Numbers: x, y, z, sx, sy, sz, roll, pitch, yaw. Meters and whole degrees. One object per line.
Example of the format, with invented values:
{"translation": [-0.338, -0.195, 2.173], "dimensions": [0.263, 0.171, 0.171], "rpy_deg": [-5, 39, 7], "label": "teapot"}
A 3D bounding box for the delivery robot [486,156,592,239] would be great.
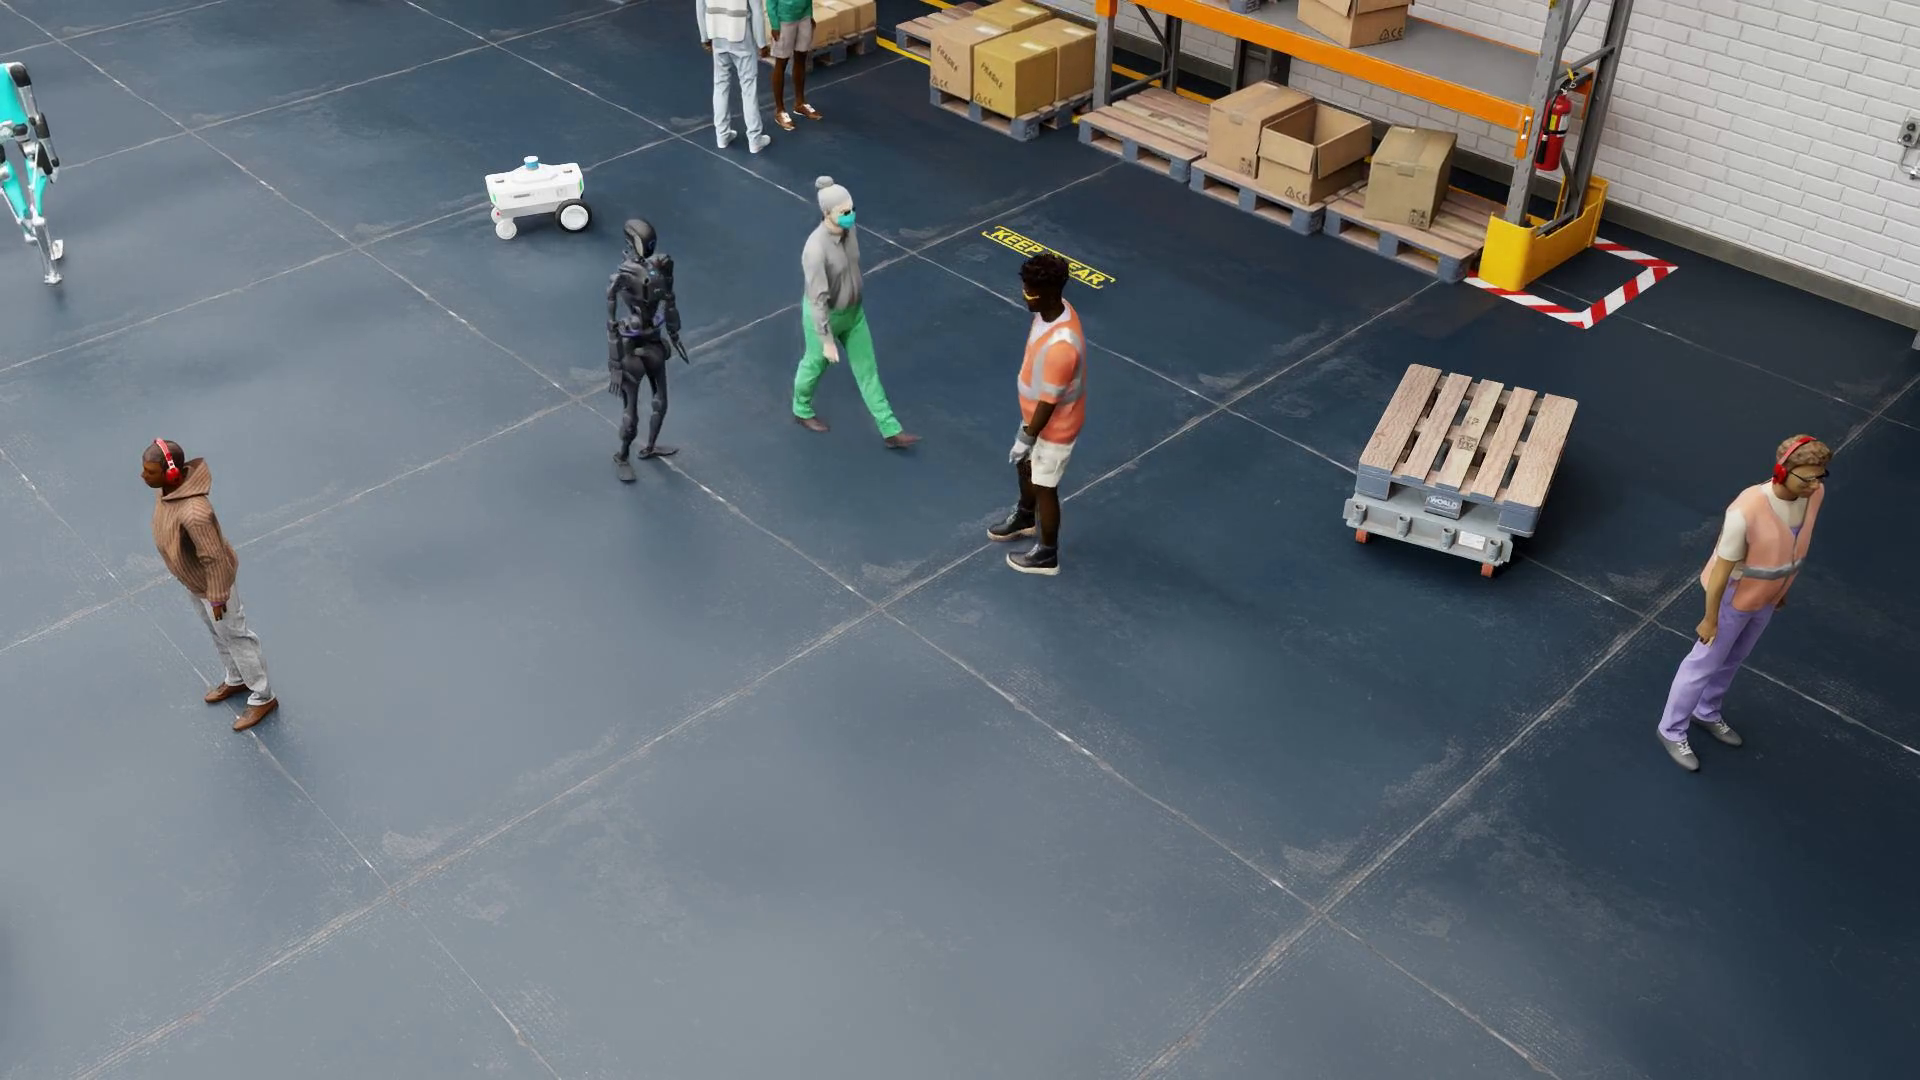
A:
{"translation": [-3.244, -2.657, 12.825], "dimensions": [0.813, 0.609, 0.499], "rpy_deg": [-12, 39, -16], "label": "delivery robot"}

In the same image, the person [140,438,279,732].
{"translation": [-3.669, 0.198, 8.121], "dimensions": [0.334, 1.651, 0.458], "rpy_deg": [-30, 47, -34], "label": "person"}

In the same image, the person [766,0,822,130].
{"translation": [-1.441, -4.441, 14.102], "dimensions": [0.391, 1.848, 0.496], "rpy_deg": [31, 47, 34], "label": "person"}

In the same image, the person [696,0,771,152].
{"translation": [-1.875, -4.127, 13.641], "dimensions": [0.591, 1.909, 0.382], "rpy_deg": [12, 39, 16], "label": "person"}

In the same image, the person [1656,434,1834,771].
{"translation": [3.700, 0.270, 7.867], "dimensions": [0.569, 1.843, 0.375], "rpy_deg": [-20, 41, -24], "label": "person"}

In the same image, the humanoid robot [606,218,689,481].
{"translation": [-1.905, -1.147, 9.886], "dimensions": [0.370, 1.639, 0.585], "rpy_deg": [23, 43, 27], "label": "humanoid robot"}

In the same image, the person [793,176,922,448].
{"translation": [-0.701, -1.339, 10.048], "dimensions": [0.966, 1.786, 0.543], "rpy_deg": [21, 42, 25], "label": "person"}

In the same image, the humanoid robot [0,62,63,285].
{"translation": [-6.680, -2.563, 11.753], "dimensions": [0.539, 1.771, 1.042], "rpy_deg": [-11, 38, -14], "label": "humanoid robot"}

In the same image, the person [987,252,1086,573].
{"translation": [0.428, -0.671, 9.029], "dimensions": [0.480, 1.949, 0.615], "rpy_deg": [-4, 37, -5], "label": "person"}
